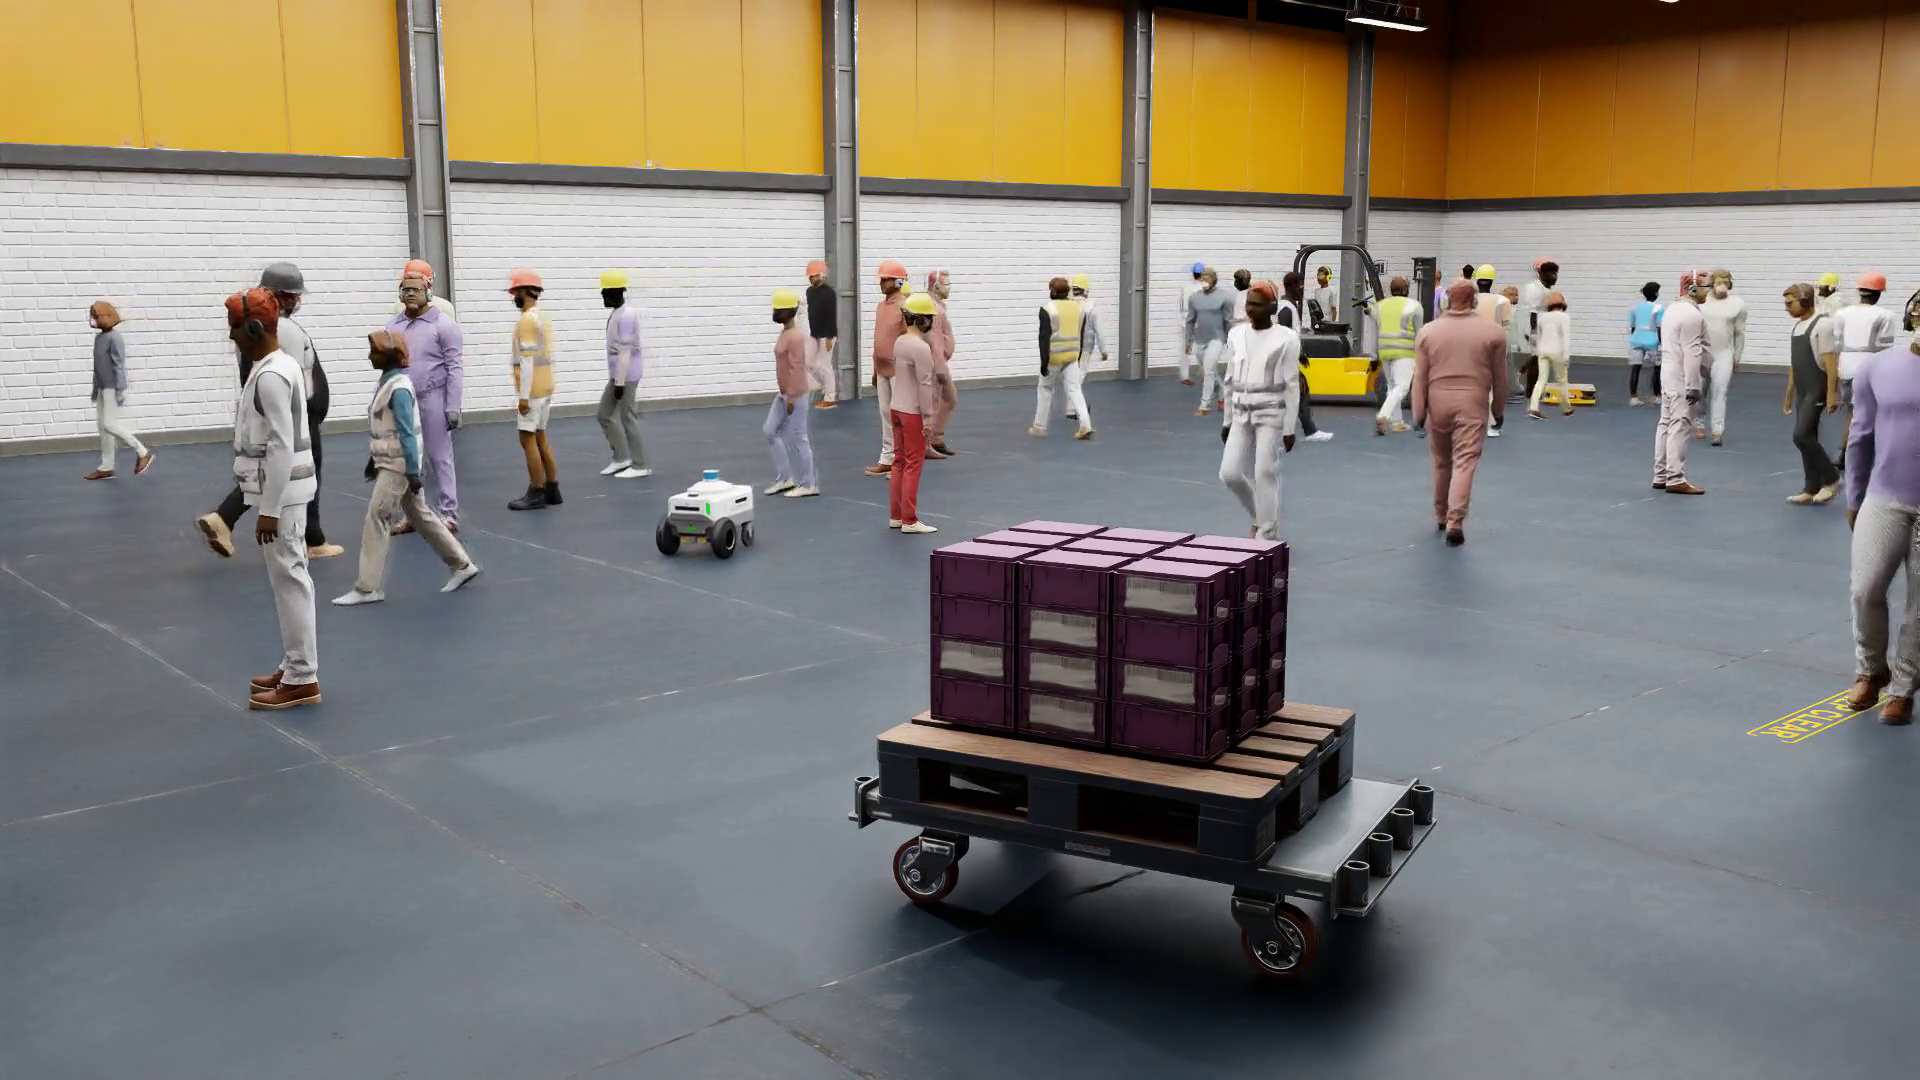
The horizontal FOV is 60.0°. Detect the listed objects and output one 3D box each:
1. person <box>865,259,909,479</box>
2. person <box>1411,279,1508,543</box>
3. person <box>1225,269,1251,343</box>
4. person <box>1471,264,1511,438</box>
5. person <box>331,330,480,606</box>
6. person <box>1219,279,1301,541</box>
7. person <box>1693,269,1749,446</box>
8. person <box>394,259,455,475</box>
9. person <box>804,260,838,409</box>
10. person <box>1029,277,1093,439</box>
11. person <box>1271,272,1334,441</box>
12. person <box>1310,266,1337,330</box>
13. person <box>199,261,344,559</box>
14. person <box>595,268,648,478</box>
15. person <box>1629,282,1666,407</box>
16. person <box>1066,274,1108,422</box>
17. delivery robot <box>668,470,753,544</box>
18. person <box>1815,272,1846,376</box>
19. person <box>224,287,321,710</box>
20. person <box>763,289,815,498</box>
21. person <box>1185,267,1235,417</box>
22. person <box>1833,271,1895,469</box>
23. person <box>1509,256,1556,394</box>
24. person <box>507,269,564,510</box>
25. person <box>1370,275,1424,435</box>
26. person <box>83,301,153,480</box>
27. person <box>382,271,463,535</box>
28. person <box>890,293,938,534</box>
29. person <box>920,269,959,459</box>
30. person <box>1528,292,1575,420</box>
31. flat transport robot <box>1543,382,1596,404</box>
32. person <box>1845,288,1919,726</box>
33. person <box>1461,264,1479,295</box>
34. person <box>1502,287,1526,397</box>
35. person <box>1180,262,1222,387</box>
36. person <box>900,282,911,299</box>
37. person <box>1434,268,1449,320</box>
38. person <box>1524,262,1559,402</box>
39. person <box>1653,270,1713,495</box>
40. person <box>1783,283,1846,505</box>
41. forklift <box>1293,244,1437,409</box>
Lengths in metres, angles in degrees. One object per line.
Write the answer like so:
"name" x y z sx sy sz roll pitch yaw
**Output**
"person" -0.613 -1.553 15.161 0.375 1.997 0.612 -7 12 -35
"person" 3.577 -0.932 11.938 0.635 1.864 1.000 5 11 26
"person" 4.018 -2.939 23.744 0.430 1.840 0.621 -9 13 -42
"person" 5.819 -2.099 18.561 0.588 1.928 0.384 3 10 17
"person" -3.272 -0.440 9.788 0.837 1.602 0.510 -4 11 -23
"person" 1.984 -0.783 11.016 0.446 1.870 0.596 -9 13 -42
"person" 8.179 -1.991 18.070 0.636 1.894 1.032 4 11 23
"person" -4.960 -1.590 15.397 0.610 1.989 0.392 2 10 9
"person" -1.849 -2.704 21.962 0.484 1.969 0.659 -8 13 -40
"person" 1.140 -2.022 18.486 0.641 1.798 0.955 -6 11 -31
"person" 3.549 -2.001 18.213 1.040 1.861 0.602 1 10 3
"person" 5.502 -3.224 25.308 0.328 1.876 0.513 -6 11 -29
"person" -4.528 -0.850 10.914 0.697 2.000 0.792 8 13 40
"person" -3.124 -1.500 15.101 0.580 1.907 0.627 -3 10 -19
"person" 9.303 -2.627 22.365 0.679 1.672 0.554 -6 12 -33
"person" 1.506 -2.362 20.490 0.605 1.791 0.892 7 12 36
"delivery robot" -1.702 -0.235 11.387 0.477 0.478 0.707 3 10 18
"person" 12.336 -2.867 23.421 0.715 1.811 0.603 1 10 5
"person" -3.081 -0.186 7.483 0.354 1.887 0.573 -3 10 -19
"person" -1.465 -1.213 13.874 0.557 1.743 0.560 -3 10 -19
"person" 3.225 -2.524 21.174 0.647 1.908 0.934 7 12 37
"person" 8.620 -1.625 15.930 1.024 1.889 0.548 -8 13 -39
"person" 8.327 -3.063 23.942 0.611 2.025 0.516 -9 13 -43
"person" -3.424 -1.195 13.343 0.426 1.900 0.591 0 10 0
"person" 4.941 -2.096 18.901 0.849 1.813 0.620 -9 13 -42
"person" -7.712 -1.353 15.077 0.496 1.626 0.520 -9 13 -43
"person" -3.904 -0.972 12.009 0.651 1.910 0.409 4 10 20
"person" -0.326 -0.927 12.197 0.348 1.756 0.518 -5 11 -26
"person" -0.194 -1.736 16.545 0.561 1.884 0.683 -1 10 -4
"person" 7.384 -2.291 20.698 0.874 1.576 0.553 -7 12 -34
"flat transport robot" 8.435 -2.037 23.035 0.652 0.197 1.431 3 10 18
"person" 4.106 -0.143 7.131 0.624 1.922 0.432 8 12 38
"person" 9.354 -4.148 30.728 0.509 1.872 0.329 2 10 12
"person" 7.808 -2.809 23.706 0.795 1.587 0.511 0 10 1
"person" 3.733 -3.328 25.778 0.885 1.909 0.631 -8 13 -40
"person" -0.708 -2.284 20.222 0.501 1.727 0.380 -1 10 -9
"person" 7.171 -3.167 25.071 0.396 1.840 0.565 -1 10 -6
"person" 8.099 -2.888 23.142 0.460 1.947 0.652 7 12 35
"person" 6.216 -1.351 14.242 0.399 1.907 0.644 1 10 6
"person" 6.885 -1.177 13.521 0.447 1.805 0.577 0 10 2
"forklift" 5.256 -2.933 22.661 2.313 2.155 1.214 3 10 16
